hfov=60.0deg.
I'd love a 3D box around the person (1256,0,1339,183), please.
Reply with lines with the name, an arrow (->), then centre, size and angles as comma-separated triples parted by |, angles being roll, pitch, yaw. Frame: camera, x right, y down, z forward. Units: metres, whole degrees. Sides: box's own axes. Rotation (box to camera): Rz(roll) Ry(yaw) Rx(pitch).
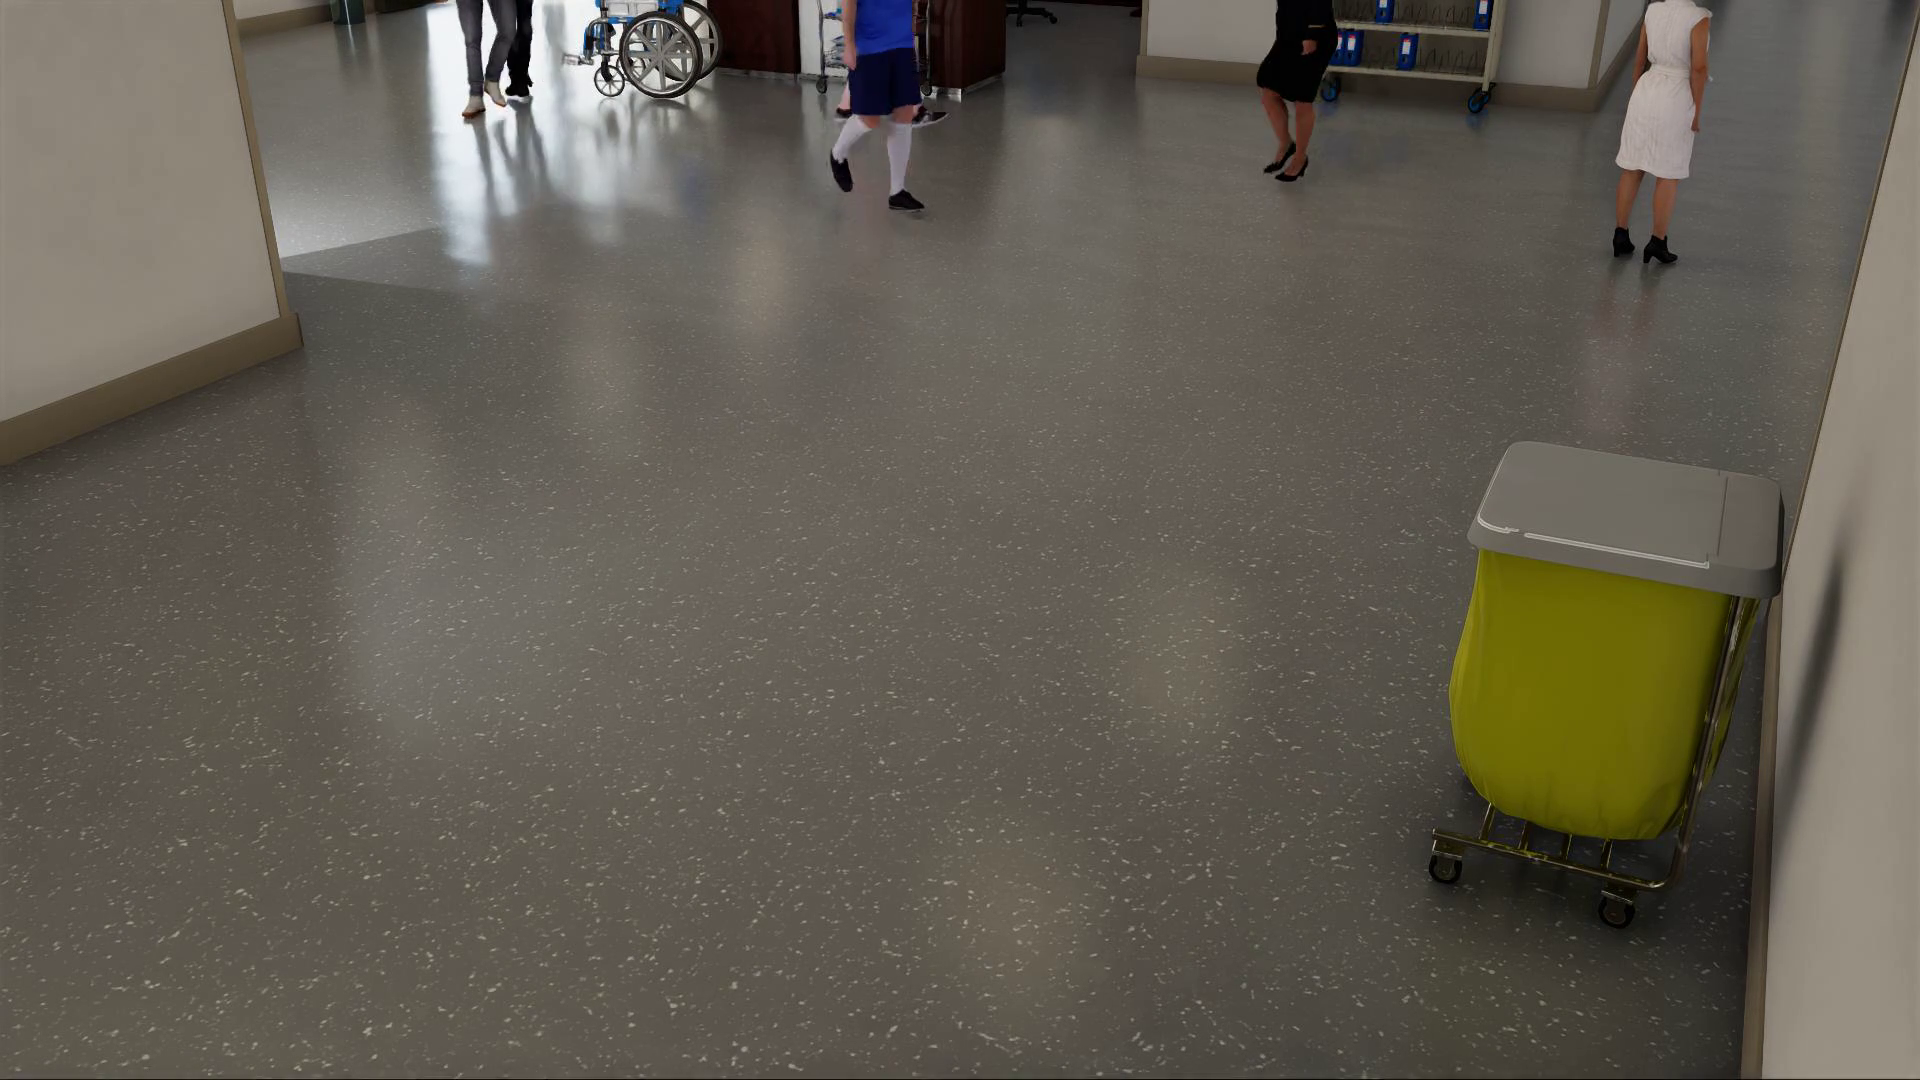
person -> 2.115, -2.994, 9.985 | 0.890, 1.663, 0.805 | -13, 29, -25

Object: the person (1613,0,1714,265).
person -> 3.580, -2.196, 8.453 | 0.699, 1.556, 0.602 | -17, 30, -31

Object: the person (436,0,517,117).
person -> -3.416, -4.021, 11.865 | 0.841, 1.880, 0.899 | -6, 26, -12

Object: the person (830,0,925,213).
person -> -0.485, -2.771, 9.334 | 0.917, 1.826, 1.069 | -20, 32, -35
